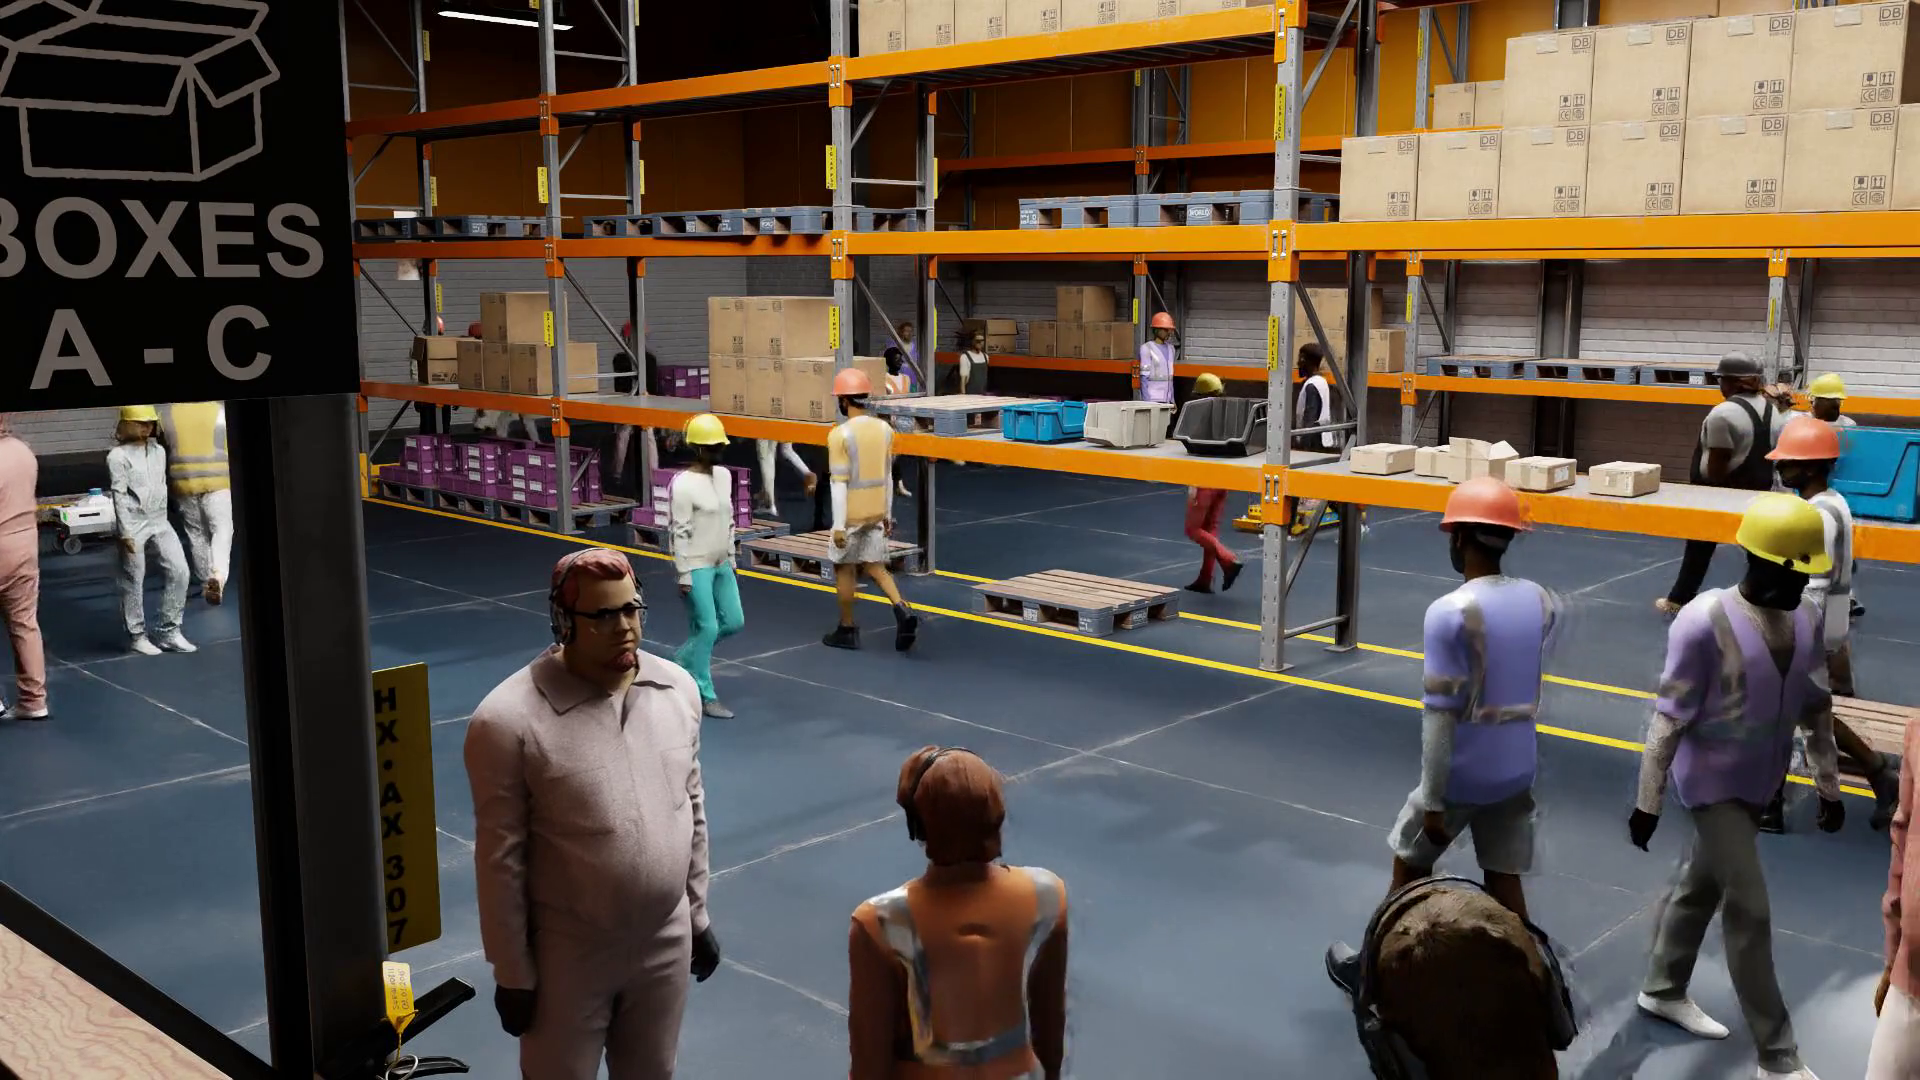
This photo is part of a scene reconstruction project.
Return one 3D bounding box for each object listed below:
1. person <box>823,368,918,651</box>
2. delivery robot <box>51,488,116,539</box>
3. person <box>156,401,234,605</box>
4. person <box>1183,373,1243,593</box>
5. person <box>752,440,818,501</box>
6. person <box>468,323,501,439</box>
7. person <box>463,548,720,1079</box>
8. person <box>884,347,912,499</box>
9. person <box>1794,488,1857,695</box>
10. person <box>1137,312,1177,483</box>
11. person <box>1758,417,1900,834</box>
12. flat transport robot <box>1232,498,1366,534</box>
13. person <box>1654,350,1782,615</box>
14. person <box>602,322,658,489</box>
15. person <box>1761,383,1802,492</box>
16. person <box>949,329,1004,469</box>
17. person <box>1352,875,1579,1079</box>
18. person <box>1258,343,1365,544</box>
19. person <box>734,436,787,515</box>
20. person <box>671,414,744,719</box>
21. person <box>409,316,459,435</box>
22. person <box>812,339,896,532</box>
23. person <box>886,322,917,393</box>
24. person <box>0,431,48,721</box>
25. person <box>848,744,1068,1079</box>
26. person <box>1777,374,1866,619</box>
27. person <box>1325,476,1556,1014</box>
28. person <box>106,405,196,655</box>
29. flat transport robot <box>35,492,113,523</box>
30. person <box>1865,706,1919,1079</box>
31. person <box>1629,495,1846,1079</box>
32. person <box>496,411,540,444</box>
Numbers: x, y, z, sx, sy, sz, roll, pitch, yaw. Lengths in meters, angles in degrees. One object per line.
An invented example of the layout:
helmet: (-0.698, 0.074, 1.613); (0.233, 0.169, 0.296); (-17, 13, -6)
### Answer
person: (-0.624, -0.181, 10.996); (0.743, 1.914, 0.556); (9, 13, 44)
delivery robot: (-7.874, -0.229, 15.175); (0.477, 0.478, 0.707); (9, 13, 43)
person: (-5.791, -0.406, 12.726); (0.630, 1.818, 0.830); (-3, 10, -16)
person: (1.993, -0.426, 12.988); (0.523, 1.748, 0.537); (9, 13, 42)
person: (-1.950, -1.314, 18.244); (0.699, 1.820, 0.633); (5, 11, 29)
person: (-5.729, -1.678, 20.215); (0.558, 1.906, 0.592); (2, 9, 10)
person: (-0.846, 0.961, 4.030); (0.409, 1.909, 0.640); (9, 13, 43)
person: (-0.741, -1.304, 18.562); (0.319, 1.696, 0.532); (9, 13, 43)
person: (5.192, 0.104, 10.199); (0.541, 1.591, 0.831); (-5, 11, -30)
person: (2.390, -1.707, 19.964); (0.369, 2.046, 0.606); (9, 13, 43)
person: (3.862, 0.409, 7.403); (0.736, 1.914, 0.559); (6, 11, 33)
flat transport robot: (3.385, -0.262, 16.528); (0.652, 0.197, 1.431); (9, 13, 43)
person: (5.591, -0.401, 11.973); (0.693, 2.000, 1.007); (-5, 10, -26)
person: (-3.835, -1.578, 19.489); (0.643, 1.934, 1.027); (-9, 13, -42)
person: (6.917, -0.512, 13.946); (0.437, 1.605, 0.545); (-4, 10, -25)
person: (0.169, -1.812, 21.379); (0.533, 1.799, 0.980); (-8, 12, -39)
person: (0.648, 1.321, 1.899); (0.708, 1.879, 0.874); (4, 10, 25)
person: (3.320, -0.894, 15.484); (0.940, 1.888, 0.591); (1, 9, 9)
person: (-2.068, -1.188, 17.392); (0.588, 1.838, 0.609); (-8, 12, -40)
person: (-1.484, 0.145, 9.509); (0.451, 1.750, 0.538); (4, 10, 25)
person: (-6.483, -1.777, 20.542); (0.375, 1.996, 0.608); (9, 13, 43)
person: (-1.053, -0.970, 15.839); (1.025, 1.906, 0.629); (9, 13, 44)
person: (-0.798, -2.282, 24.293); (0.581, 1.798, 1.037); (-6, 11, -32)
person: (-5.459, 0.108, 9.317); (0.590, 1.884, 0.647); (1, 9, 8)
person: (0.013, 1.217, 3.434); (0.536, 1.600, 0.875); (-3, 10, -20)
person: (6.311, -0.311, 12.177); (0.624, 1.786, 0.901); (0, 9, -2)
person: (1.617, 0.731, 5.494); (0.550, 1.883, 0.952); (-5, 10, -26)
person: (-5.315, -0.075, 10.923); (0.600, 1.718, 0.498); (4, 10, 21)
flat transport robot: (-9.076, -0.321, 16.894); (0.652, 0.197, 1.431); (9, 13, 43)
person: (2.269, 0.993, 3.643); (0.840, 1.971, 0.632); (-2, 9, -12)
person: (2.508, 0.783, 5.212); (0.714, 1.866, 0.926); (-5, 10, -28)
person: (-5.966, -1.957, 22.298); (0.609, 1.789, 0.921); (5, 10, 27)
